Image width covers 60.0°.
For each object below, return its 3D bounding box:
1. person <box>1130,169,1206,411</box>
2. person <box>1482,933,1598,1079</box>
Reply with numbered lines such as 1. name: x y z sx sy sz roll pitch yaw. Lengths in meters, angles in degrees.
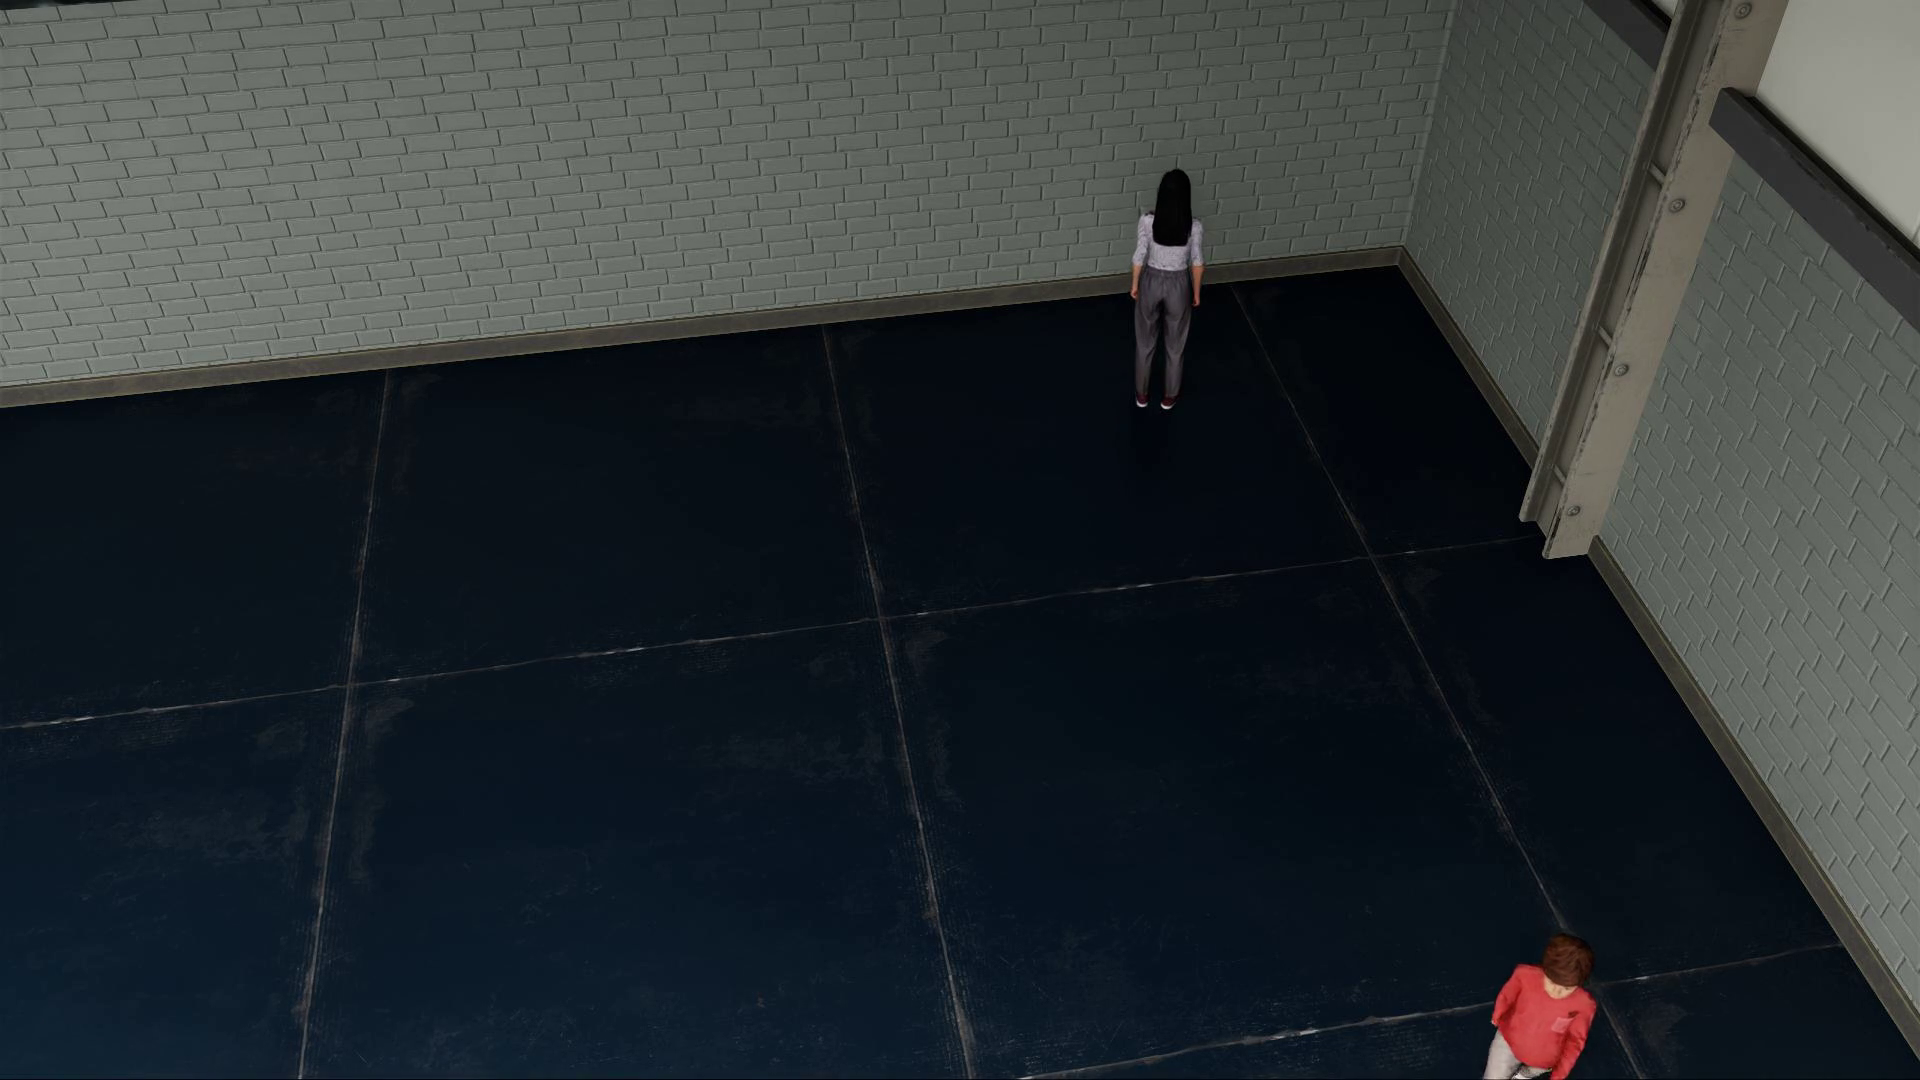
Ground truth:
1. person: 1.303 -1.581 10.589 0.682 1.733 0.665 9 44 10
2. person: 2.427 2.045 6.966 0.882 1.378 0.989 21 47 21
